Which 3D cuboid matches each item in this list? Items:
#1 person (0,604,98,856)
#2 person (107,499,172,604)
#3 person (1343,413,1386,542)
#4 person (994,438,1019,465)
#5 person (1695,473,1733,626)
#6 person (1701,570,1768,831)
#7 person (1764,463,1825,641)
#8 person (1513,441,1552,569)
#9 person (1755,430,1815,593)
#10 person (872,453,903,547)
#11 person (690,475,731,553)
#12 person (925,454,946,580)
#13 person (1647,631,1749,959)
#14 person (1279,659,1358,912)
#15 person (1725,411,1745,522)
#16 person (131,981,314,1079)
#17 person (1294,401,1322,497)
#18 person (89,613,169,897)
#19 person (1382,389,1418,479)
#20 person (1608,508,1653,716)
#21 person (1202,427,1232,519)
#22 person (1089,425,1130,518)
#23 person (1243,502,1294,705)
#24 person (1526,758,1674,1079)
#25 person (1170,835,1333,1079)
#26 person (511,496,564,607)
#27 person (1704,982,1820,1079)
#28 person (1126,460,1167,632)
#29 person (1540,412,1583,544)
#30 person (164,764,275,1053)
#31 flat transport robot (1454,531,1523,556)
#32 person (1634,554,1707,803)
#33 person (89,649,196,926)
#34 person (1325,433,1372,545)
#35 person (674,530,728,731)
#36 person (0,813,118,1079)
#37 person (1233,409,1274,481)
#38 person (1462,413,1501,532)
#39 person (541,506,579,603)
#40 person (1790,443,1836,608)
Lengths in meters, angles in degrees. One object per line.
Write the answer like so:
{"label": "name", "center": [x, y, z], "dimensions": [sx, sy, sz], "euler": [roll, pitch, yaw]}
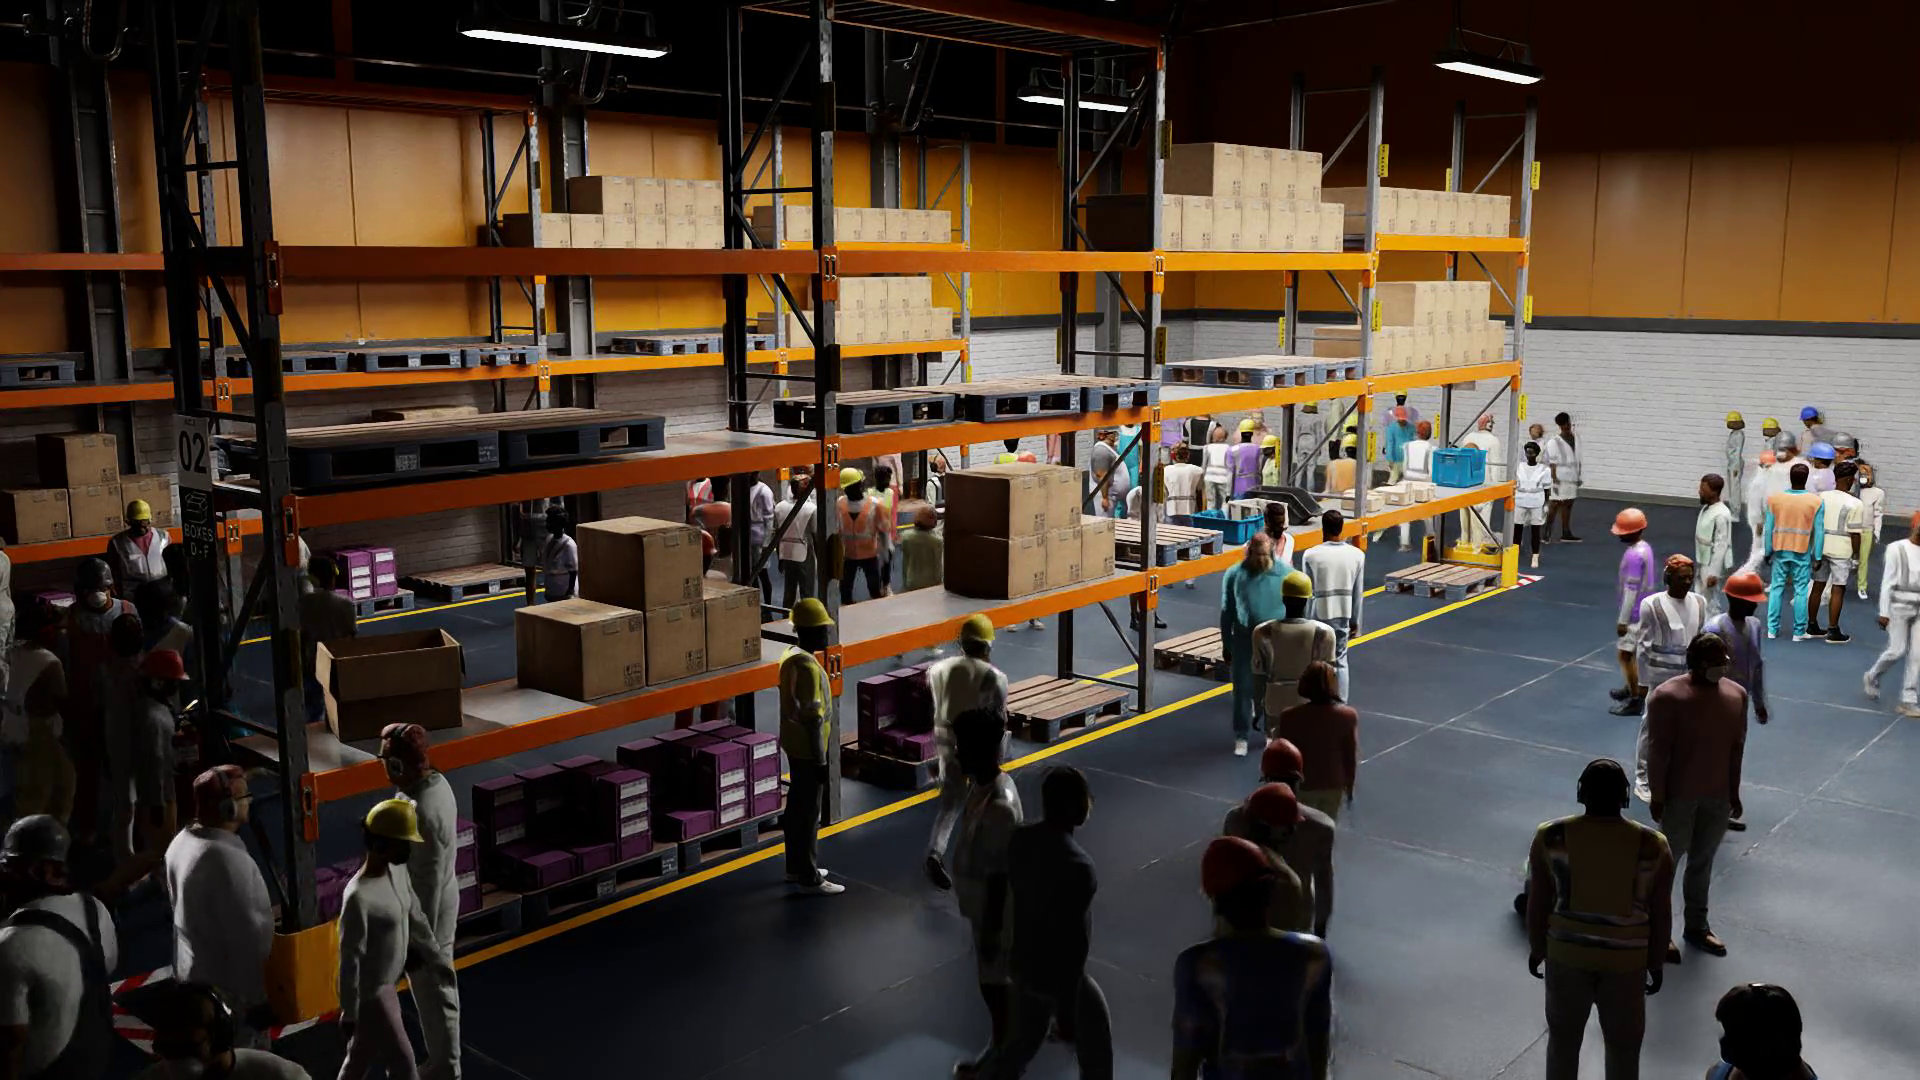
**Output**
{"label": "person", "center": [-6.044, 1.319, 11.079], "dimensions": [0.673, 1.810, 0.586], "euler": [-8, 13, -41]}
{"label": "person", "center": [-7.806, 0.507, 15.924], "dimensions": [0.586, 1.824, 0.405], "euler": [-8, 12, -40]}
{"label": "person", "center": [5.744, -0.885, 24.005], "dimensions": [0.859, 1.900, 0.588], "euler": [-4, 10, -24]}
{"label": "person", "center": [0.717, -0.642, 23.141], "dimensions": [0.533, 1.697, 0.318], "euler": [6, 11, 31]}
{"label": "person", "center": [7.704, 0.267, 17.057], "dimensions": [0.365, 1.917, 0.597], "euler": [2, 10, 9]}
{"label": "person", "center": [5.475, 1.152, 11.768], "dimensions": [0.593, 1.921, 0.420], "euler": [-6, 11, -31]}
{"label": "person", "center": [8.954, 0.129, 17.874], "dimensions": [0.594, 1.921, 0.387], "euler": [8, 12, 40]}
{"label": "person", "center": [7.562, -0.468, 22.101], "dimensions": [0.533, 1.697, 0.322], "euler": [5, 11, 29]}
{"label": "person", "center": [10.142, -0.375, 20.525], "dimensions": [0.694, 2.000, 0.685], "euler": [-8, 12, -39]}
{"label": "person", "center": [-1.024, -0.784, 23.779], "dimensions": [0.523, 1.769, 0.322], "euler": [7, 12, 36]}
{"label": "person", "center": [-2.437, 0.257, 16.977], "dimensions": [0.613, 1.962, 0.364], "euler": [0, 10, 2]}
{"label": "person", "center": [-0.276, -0.268, 21.080], "dimensions": [0.309, 1.641, 0.515], "euler": [5, 11, 26]}
{"label": "person", "center": [4.314, 1.481, 9.751], "dimensions": [0.630, 1.940, 0.373], "euler": [-2, 10, -13]}
{"label": "person", "center": [2.218, 1.544, 10.326], "dimensions": [0.504, 1.621, 0.411], "euler": [0, 10, 2]}
{"label": "person", "center": [12.117, -1.155, 26.098], "dimensions": [0.332, 1.736, 0.493], "euler": [2, 10, 11]}
{"label": "person", "center": [-2.277, 2.260, 5.138], "dimensions": [0.655, 1.922, 0.442], "euler": [0, 10, -2]}
{"label": "person", "center": [6.037, -1.612, 28.828], "dimensions": [0.491, 1.737, 0.317], "euler": [7, 12, 38]}
{"label": "person", "center": [-5.277, 1.379, 10.664], "dimensions": [0.505, 1.838, 0.350], "euler": [1, 10, 8]}
{"label": "person", "center": [7.540, -1.655, 28.537], "dimensions": [0.589, 1.916, 0.397], "euler": [2, 10, 10]}
{"label": "person", "center": [6.013, 0.635, 14.927], "dimensions": [0.388, 1.899, 0.714], "euler": [5, 11, 28]}
{"label": "person", "center": [3.837, -0.871, 24.706], "dimensions": [0.543, 1.619, 0.443], "euler": [4, 10, 22]}
{"label": "person", "center": [1.982, -0.620, 21.985], "dimensions": [0.536, 2.000, 0.678], "euler": [2, 10, 9]}
{"label": "person", "center": [2.815, 0.591, 15.172], "dimensions": [0.595, 1.907, 0.414], "euler": [-7, 12, -36]}
{"label": "person", "center": [2.901, 1.893, 7.594], "dimensions": [0.624, 1.840, 0.429], "euler": [3, 10, 18]}
{"label": "person", "center": [1.075, 2.082, 6.087], "dimensions": [0.624, 1.977, 1.037], "euler": [-1, 10, -5]}
{"label": "person", "center": [-4.707, -0.040, 18.515], "dimensions": [0.607, 2.044, 0.379], "euler": [1, 10, 8]}
{"label": "person", "center": [2.500, 2.279, 5.293], "dimensions": [0.429, 1.838, 0.622], "euler": [0, 10, 0]}
{"label": "person", "center": [2.085, 0.037, 18.360], "dimensions": [0.548, 1.942, 0.348], "euler": [-7, 12, -37]}
{"label": "person", "center": [8.744, -0.892, 23.976], "dimensions": [0.715, 1.927, 0.370], "euler": [-5, 11, -29]}
{"label": "person", "center": [-3.298, 1.924, 7.268], "dimensions": [0.807, 1.879, 0.656], "euler": [-8, 12, -40]}
{"label": "flat transport robot", "center": [7.356, 0.059, 23.203], "dimensions": [0.652, 0.197, 1.431], "euler": [6, 11, 32]}
{"label": "person", "center": [5.364, 1.039, 12.551], "dimensions": [0.587, 1.882, 0.342], "euler": [-3, 10, -17]}
{"label": "person", "center": [-4.944, 1.515, 10.215], "dimensions": [0.732, 1.714, 0.573], "euler": [-3, 10, -19]}
{"label": "person", "center": [4.887, -0.390, 21.023], "dimensions": [0.596, 1.908, 0.595], "euler": [6, 11, 30]}
{"label": "person", "center": [-2.040, 0.896, 13.074], "dimensions": [0.387, 1.994, 0.614], "euler": [8, 13, 41]}
{"label": "person", "center": [-3.471, 2.015, 6.257], "dimensions": [0.535, 2.000, 0.721], "euler": [-1, 10, -5]}
{"label": "person", "center": [4.398, -1.002, 24.752], "dimensions": [0.655, 1.874, 0.811], "euler": [0, 10, -2]}
{"label": "person", "center": [7.488, -0.863, 23.836], "dimensions": [0.399, 1.909, 0.642], "euler": [-5, 11, -30]}
{"label": "person", "center": [-3.919, 0.505, 16.293], "dimensions": [0.316, 1.696, 0.540], "euler": [-9, 13, -42]}
{"label": "person", "center": [10.104, -0.168, 19.562], "dimensions": [0.615, 1.947, 0.388], "euler": [-5, 11, -26]}
